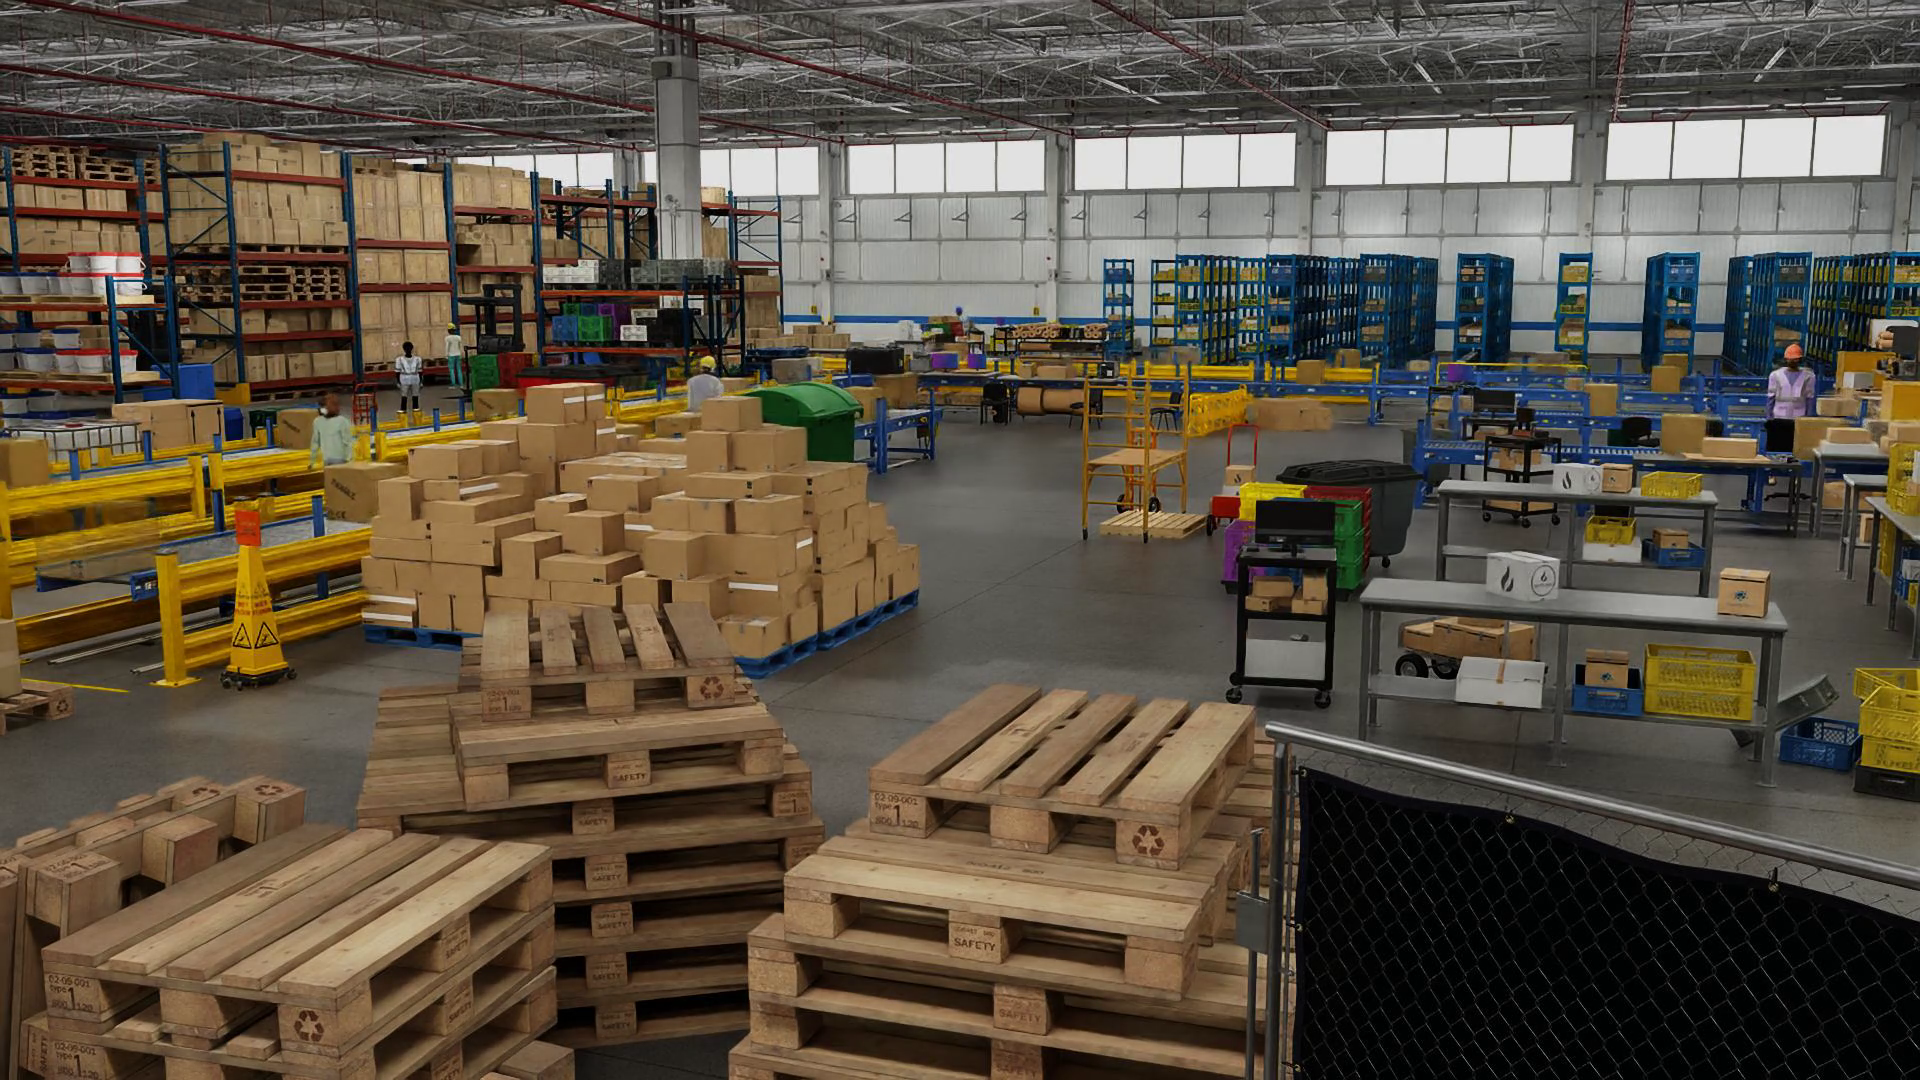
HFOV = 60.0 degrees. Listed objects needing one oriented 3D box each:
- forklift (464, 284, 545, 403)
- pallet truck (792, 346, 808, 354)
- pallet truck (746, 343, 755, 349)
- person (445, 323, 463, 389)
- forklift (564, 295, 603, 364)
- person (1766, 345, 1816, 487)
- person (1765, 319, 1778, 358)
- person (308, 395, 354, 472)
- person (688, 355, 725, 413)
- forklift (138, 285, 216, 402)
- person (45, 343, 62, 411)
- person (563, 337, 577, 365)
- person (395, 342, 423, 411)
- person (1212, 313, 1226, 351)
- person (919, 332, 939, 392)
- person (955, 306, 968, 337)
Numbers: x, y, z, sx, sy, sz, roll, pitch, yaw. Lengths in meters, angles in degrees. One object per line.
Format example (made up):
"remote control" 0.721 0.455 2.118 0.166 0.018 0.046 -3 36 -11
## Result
"forklift" -10.832 -4.702 39.610 1.129 2.768 1.873 3 10 20
"pallet truck" -3.705 -4.298 42.022 0.653 1.274 1.630 3 10 20
"pallet truck" -6.183 -4.618 44.264 1.601 1.201 0.680 -9 12 -43
"person" -13.500 -4.885 44.283 0.340 1.757 0.519 6 11 31
"forklift" -10.567 -6.114 48.479 1.873 2.768 1.129 -1 9 -6
"person" 11.915 -1.782 23.895 0.614 2.042 0.373 4 10 25
"person" 23.816 -5.583 48.526 0.591 1.793 0.579 -9 13 -44
"person" -7.594 -0.935 19.956 0.517 1.590 0.814 3 10 20
"person" -3.808 -1.907 25.399 0.630 1.808 0.587 4 10 22
"forklift" -17.480 -4.200 36.461 1.873 2.768 1.129 3 10 19
"person" -19.204 -3.358 35.165 0.747 1.604 0.501 4 10 22
"person" -8.693 -3.883 37.597 0.925 1.874 0.559 -3 9 -17
"person" -11.158 -3.173 33.715 0.540 1.695 0.317 -5 10 -30
"person" 8.999 -7.058 57.850 0.590 1.788 0.848 2 9 12
"person" -0.806 -3.965 38.596 0.895 1.719 0.536 2 9 11
"person" 0.033 -7.387 59.493 0.572 1.917 0.610 0 9 -1
